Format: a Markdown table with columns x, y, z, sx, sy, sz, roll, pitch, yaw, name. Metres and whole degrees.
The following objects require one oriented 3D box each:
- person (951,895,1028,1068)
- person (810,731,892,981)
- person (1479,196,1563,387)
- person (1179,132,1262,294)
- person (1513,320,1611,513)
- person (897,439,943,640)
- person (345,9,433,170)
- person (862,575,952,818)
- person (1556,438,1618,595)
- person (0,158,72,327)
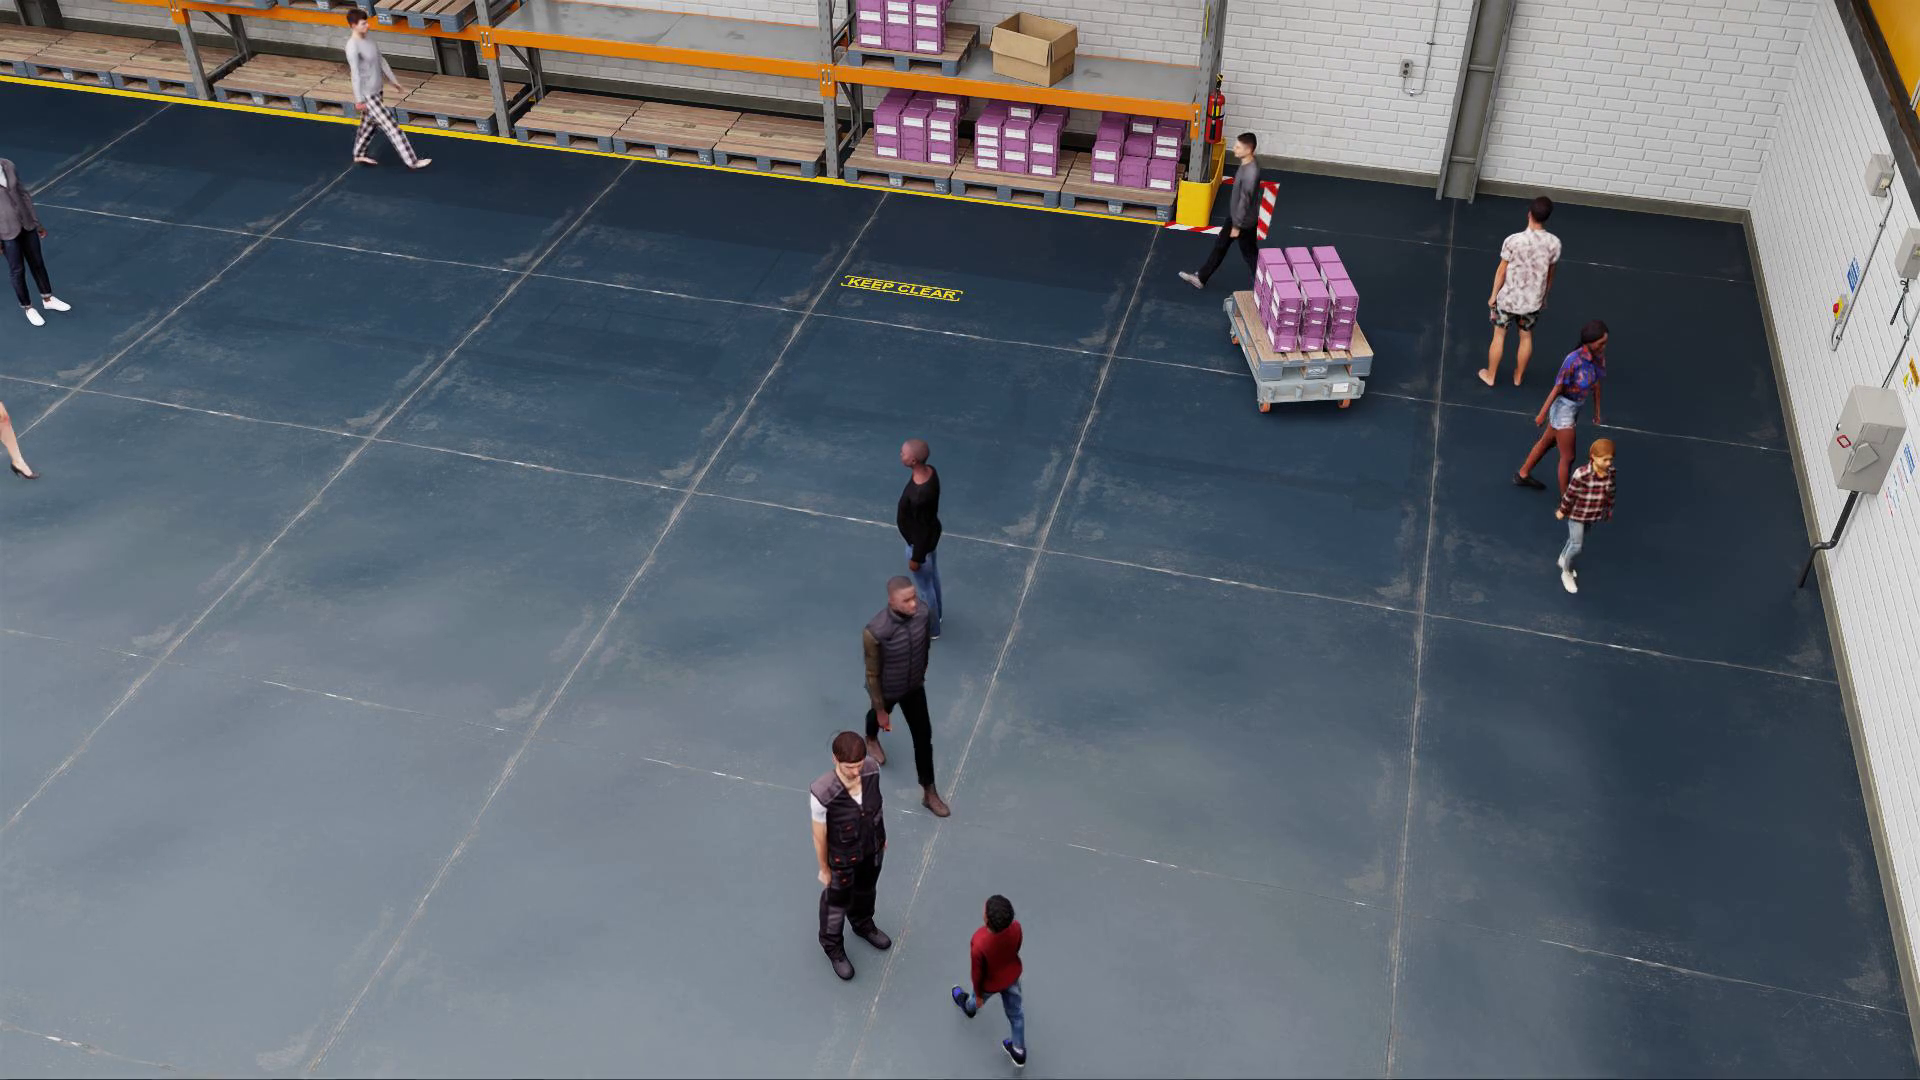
| x | y | z | sx | sy | sz | roll | pitch | yaw | name |
| --- | --- | --- | --- | --- | --- | --- | --- | --- | --- |
| 0.245 | 2.484 | 9.336 | 0.846 | 1.228 | 0.919 | -21 | 43 | -24 | person |
| -0.649 | 1.786 | 9.714 | 0.736 | 1.847 | 0.751 | -30 | 47 | -32 | person |
| 4.960 | -2.176 | 14.702 | 0.567 | 1.814 | 0.775 | 2 | 39 | 2 | person |
| 2.795 | -3.050 | 15.870 | 1.152 | 1.722 | 0.816 | 2 | 39 | 2 | person |
| 4.797 | -1.046 | 13.369 | 0.937 | 1.711 | 1.056 | -29 | 47 | -31 | person |
| -0.259 | -0.007 | 12.038 | 0.551 | 1.749 | 0.605 | 6 | 39 | 7 | person |
| -6.487 | -4.871 | 18.090 | 1.210 | 1.797 | 0.767 | 3 | 39 | 4 | person |
| -0.465 | 0.915 | 10.855 | 1.198 | 1.785 | 1.290 | -22 | 43 | -25 | person |
| 4.750 | -0.265 | 12.726 | 0.701 | 1.293 | 0.754 | -10 | 40 | -12 | person |
| -8.907 | -2.919 | 15.633 | 0.675 | 1.813 | 0.762 | 18 | 42 | 21 | person |
